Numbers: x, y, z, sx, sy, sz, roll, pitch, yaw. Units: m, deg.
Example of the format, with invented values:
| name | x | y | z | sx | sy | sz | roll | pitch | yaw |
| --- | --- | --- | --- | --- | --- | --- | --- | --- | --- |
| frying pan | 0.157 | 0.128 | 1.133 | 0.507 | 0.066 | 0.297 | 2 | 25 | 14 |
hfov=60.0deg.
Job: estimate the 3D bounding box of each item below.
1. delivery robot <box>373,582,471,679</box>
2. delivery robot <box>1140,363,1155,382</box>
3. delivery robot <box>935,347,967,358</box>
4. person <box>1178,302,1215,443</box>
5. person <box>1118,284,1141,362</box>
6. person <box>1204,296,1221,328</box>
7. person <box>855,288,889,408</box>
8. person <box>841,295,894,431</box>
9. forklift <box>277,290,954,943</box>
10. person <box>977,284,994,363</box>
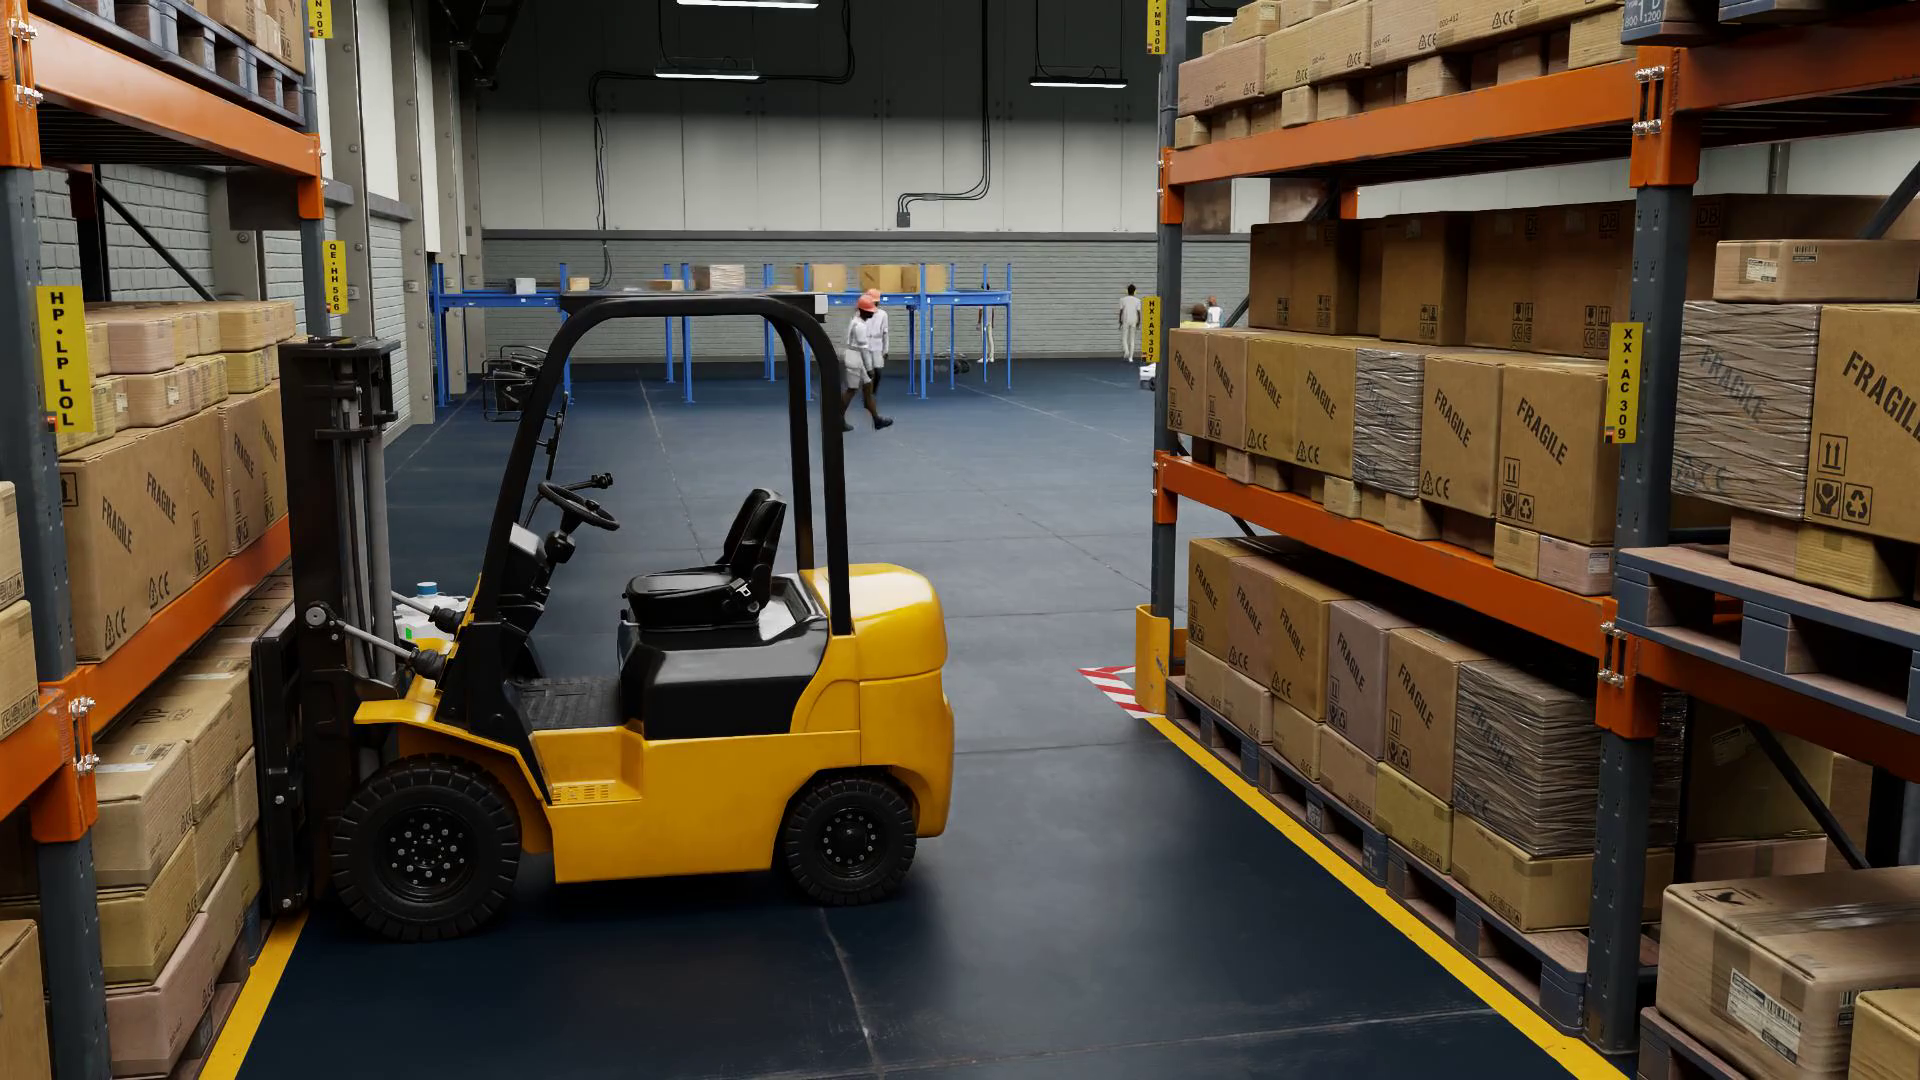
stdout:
| name | x | y | z | sx | sy | sz | roll | pitch | yaw |
| --- | --- | --- | --- | --- | --- | --- | --- | --- | --- |
| delivery robot | -2.881 | 0.473 | 9.029 | 0.477 | 0.478 | 0.707 | 4 | 10 | 22 |
| delivery robot | 3.638 | -3.083 | 30.703 | 0.477 | 0.478 | 0.707 | -5 | 11 | -27 |
| delivery robot | -0.190 | -4.029 | 35.674 | 0.698 | 0.223 | 0.335 | 6 | 11 | 31 |
| person | 3.013 | -2.163 | 21.483 | 0.624 | 1.805 | 0.924 | 4 | 10 | 24 |
| person | 4.050 | -5.174 | 39.660 | 0.546 | 1.853 | 0.414 | 1 | 9 | 5 |
| person | 5.489 | -4.480 | 36.222 | 0.543 | 1.638 | 0.322 | -7 | 11 | -36 |
| person | -1.428 | -3.083 | 26.722 | 0.589 | 1.913 | 0.520 | -3 | 10 | -15 |
| person | -1.338 | -2.419 | 22.818 | 0.844 | 1.866 | 0.607 | 0 | 9 | 2 |
| forklift | -1.179 | 0.175 | 6.143 | 2.313 | 2.155 | 1.214 | -2 | 10 | -12 |
| person | 0.596 | -5.150 | 39.456 | 0.520 | 1.873 | 0.335 | -8 | 12 | -41 |
